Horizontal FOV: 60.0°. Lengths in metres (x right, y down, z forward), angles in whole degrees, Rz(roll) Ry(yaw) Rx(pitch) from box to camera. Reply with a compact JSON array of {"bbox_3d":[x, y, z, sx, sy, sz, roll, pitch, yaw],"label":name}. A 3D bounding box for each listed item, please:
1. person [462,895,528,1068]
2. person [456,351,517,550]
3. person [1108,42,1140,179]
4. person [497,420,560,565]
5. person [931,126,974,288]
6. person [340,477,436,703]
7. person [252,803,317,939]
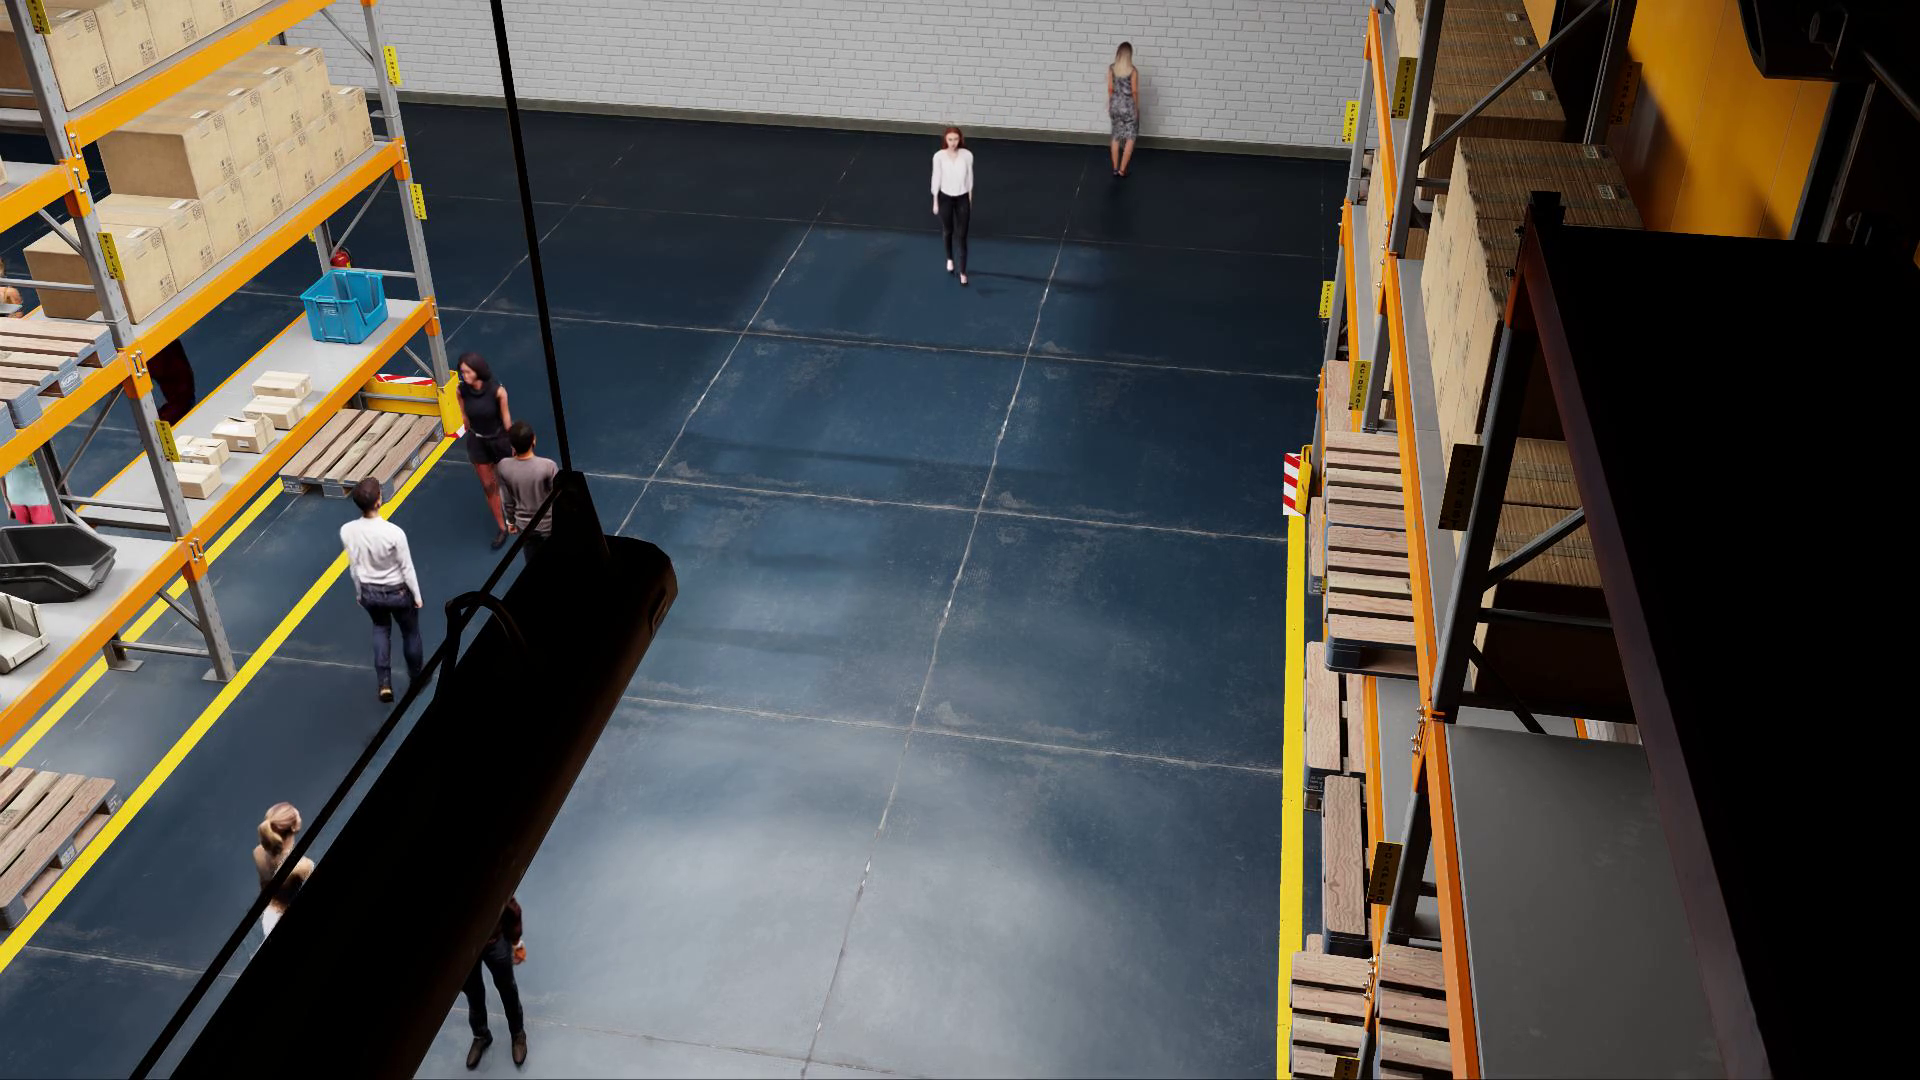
[{"bbox_3d":[-2.666,2.217,9.235,0.681,1.781,0.587,-1,34,-1],"label":"person"},{"bbox_3d":[-3.875,-0.816,13.856,0.678,1.715,1.046,1,34,1],"label":"person"},{"bbox_3d":[1.988,-5.306,20.626,0.688,1.700,0.729,20,39,27],"label":"person"},{"bbox_3d":[-3.251,-0.120,12.763,0.557,1.767,0.664,5,34,8],"label":"person"},{"bbox_3d":[-0.080,-3.704,18.187,0.791,1.731,1.044,-3,34,-4],"label":"person"},{"bbox_3d":[-4.124,0.425,11.870,0.689,1.849,0.890,2,34,3],"label":"person"},{"bbox_3d":[-3.782,2.250,9.303,0.759,1.650,1.068,18,38,25],"label":"person"}]
